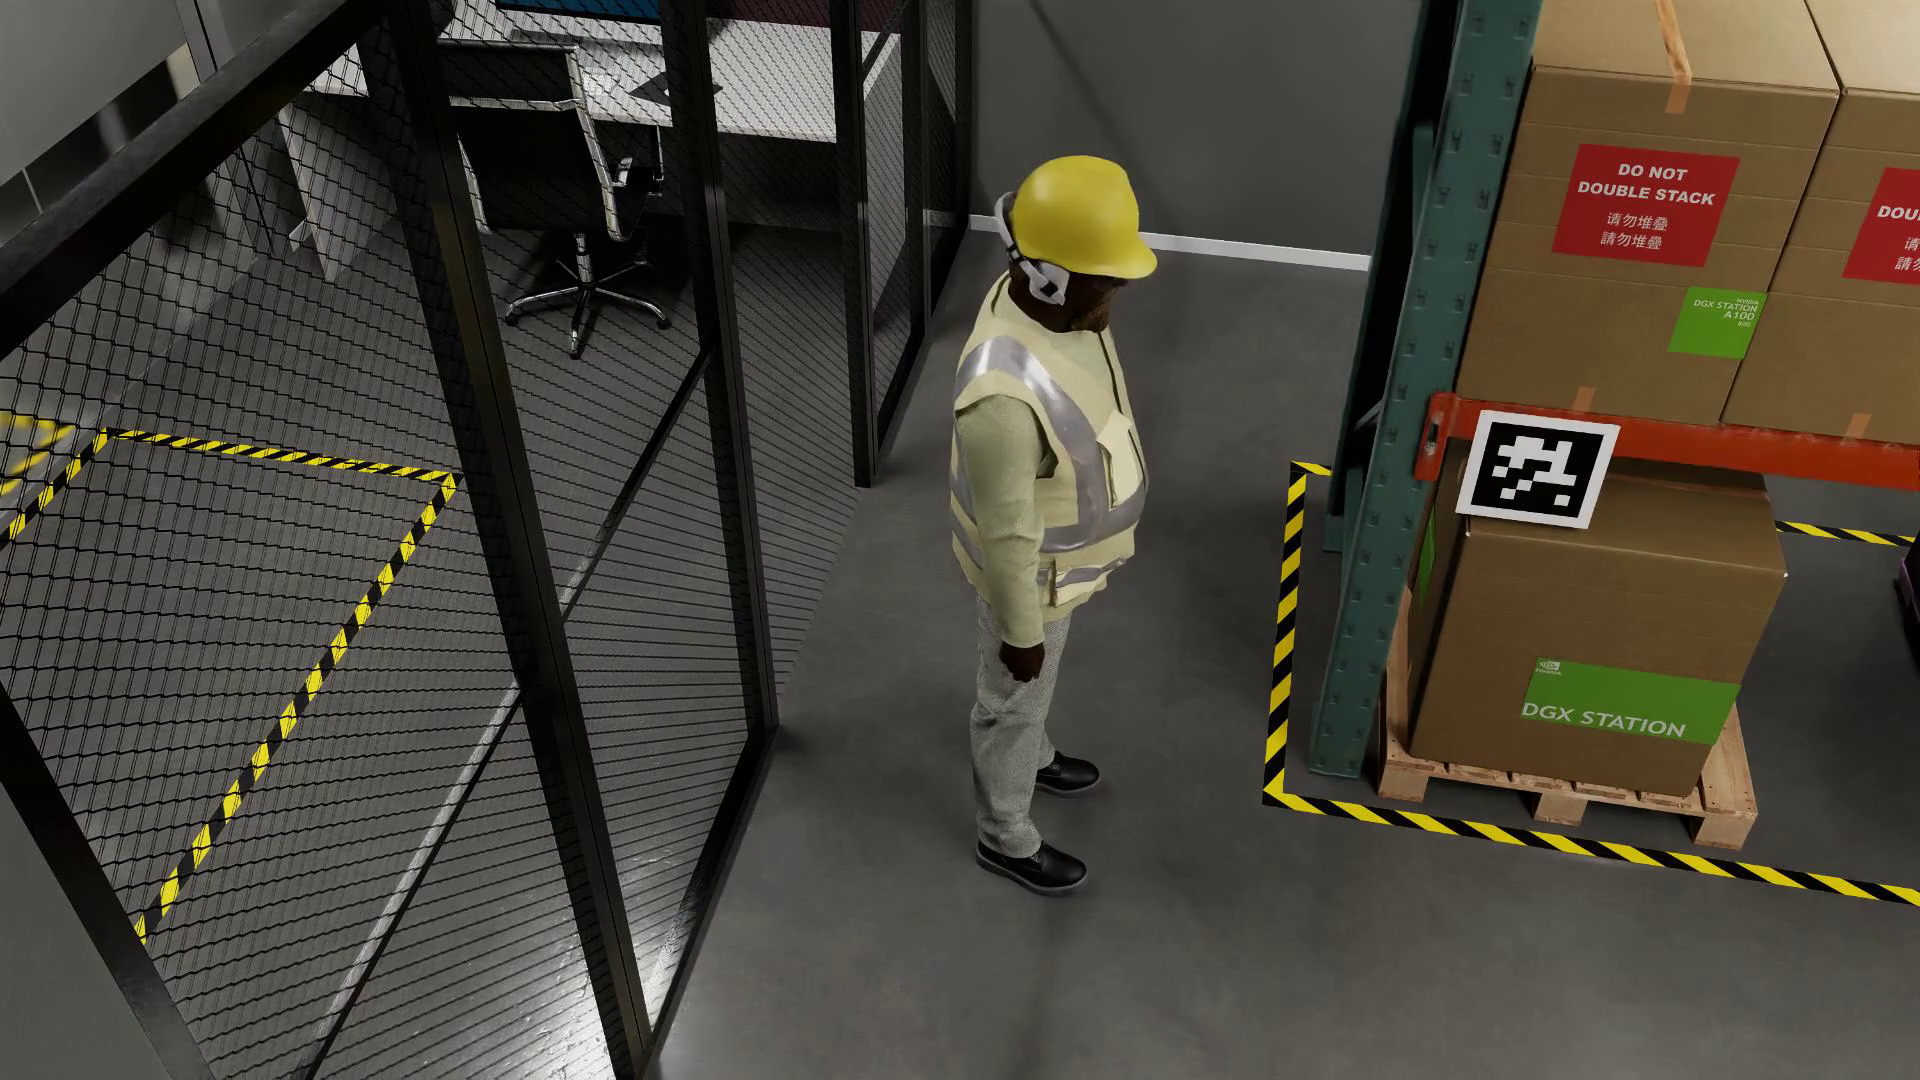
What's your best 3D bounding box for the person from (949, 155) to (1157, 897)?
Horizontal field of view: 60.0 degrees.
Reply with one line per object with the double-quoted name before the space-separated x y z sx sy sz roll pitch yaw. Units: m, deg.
"person" 0.186 0.013 3.568 0.403 1.825 0.589 8 42 9
